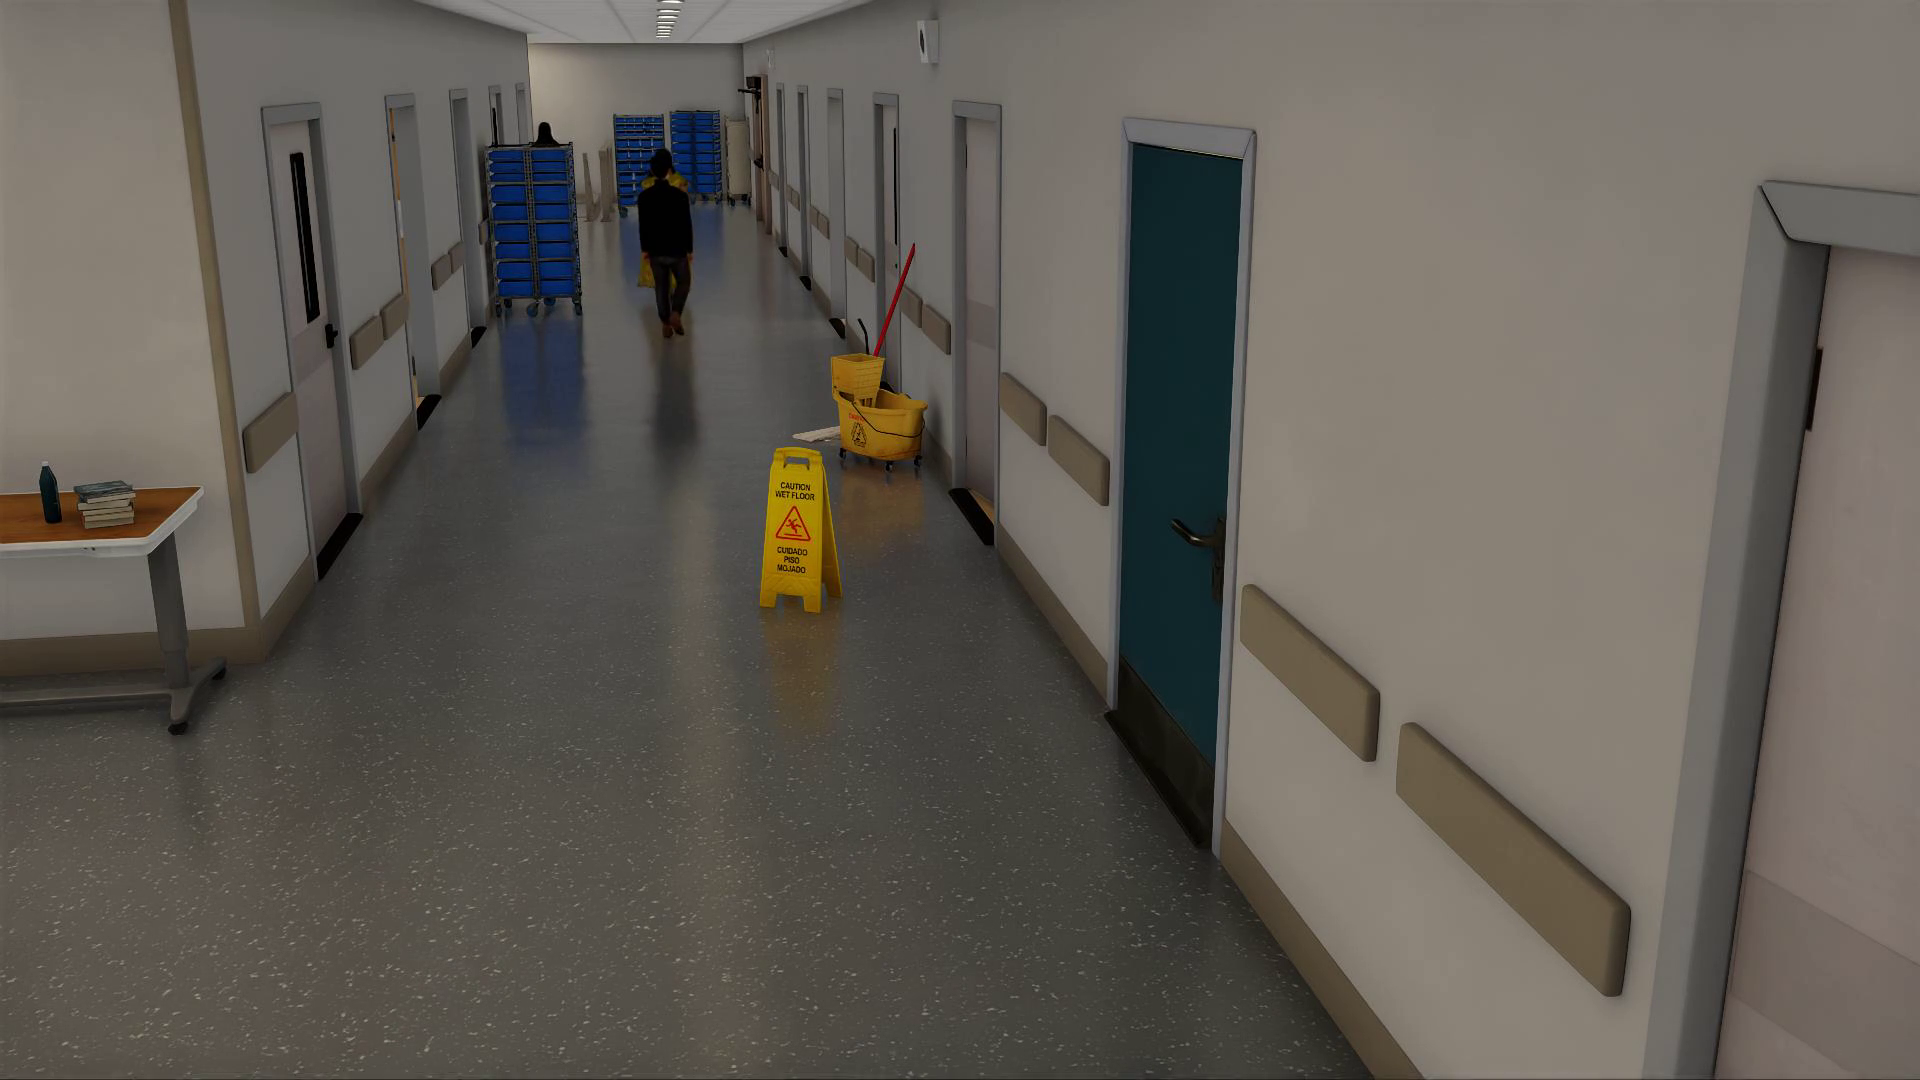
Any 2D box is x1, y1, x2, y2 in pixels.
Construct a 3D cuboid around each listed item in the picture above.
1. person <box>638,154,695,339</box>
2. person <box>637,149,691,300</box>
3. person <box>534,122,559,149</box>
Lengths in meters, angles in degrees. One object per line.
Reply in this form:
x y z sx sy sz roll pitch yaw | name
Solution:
-2.775 -2.760 15.717 0.710 1.714 0.687 0 16 -1 | person
-3.226 -3.468 18.356 0.781 1.645 0.739 -3 16 -11 | person
-6.853 -6.117 27.735 0.622 1.654 0.572 -6 17 -21 | person
